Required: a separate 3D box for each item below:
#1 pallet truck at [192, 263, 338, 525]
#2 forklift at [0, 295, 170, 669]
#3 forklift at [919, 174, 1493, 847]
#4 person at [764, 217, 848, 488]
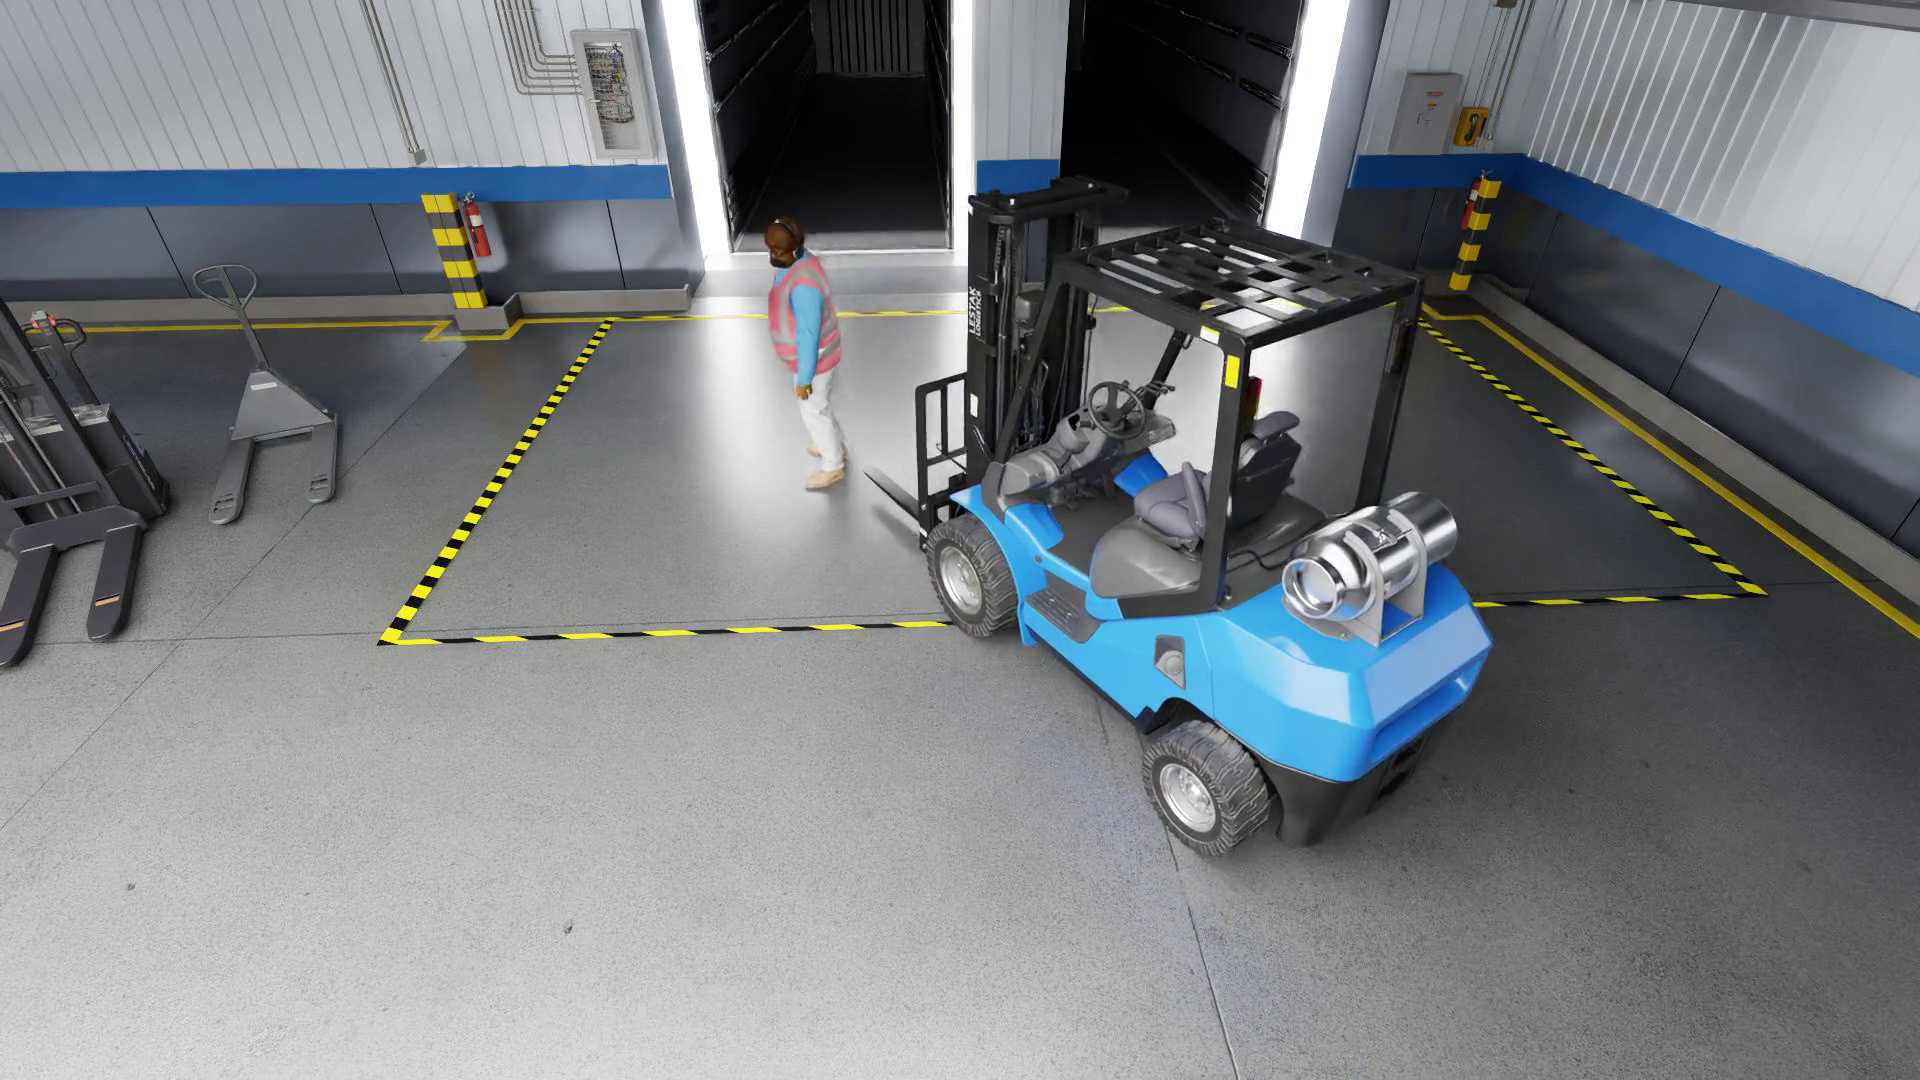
[{"bbox_3d":[-4.778,-1.027,6.128,0.680,1.201,1.601,-17,38,-23],"label":"pallet truck"},{"bbox_3d":[-5.212,-0.618,4.878,0.823,1.965,1.885,-20,39,-26],"label":"forklift"},{"bbox_3d":[0.981,-0.303,4.115,1.157,2.036,2.680,-22,40,-28],"label":"forklift"},{"bbox_3d":[-0.968,-1.170,5.842,0.462,1.803,0.727,-8,36,-11],"label":"person"}]
